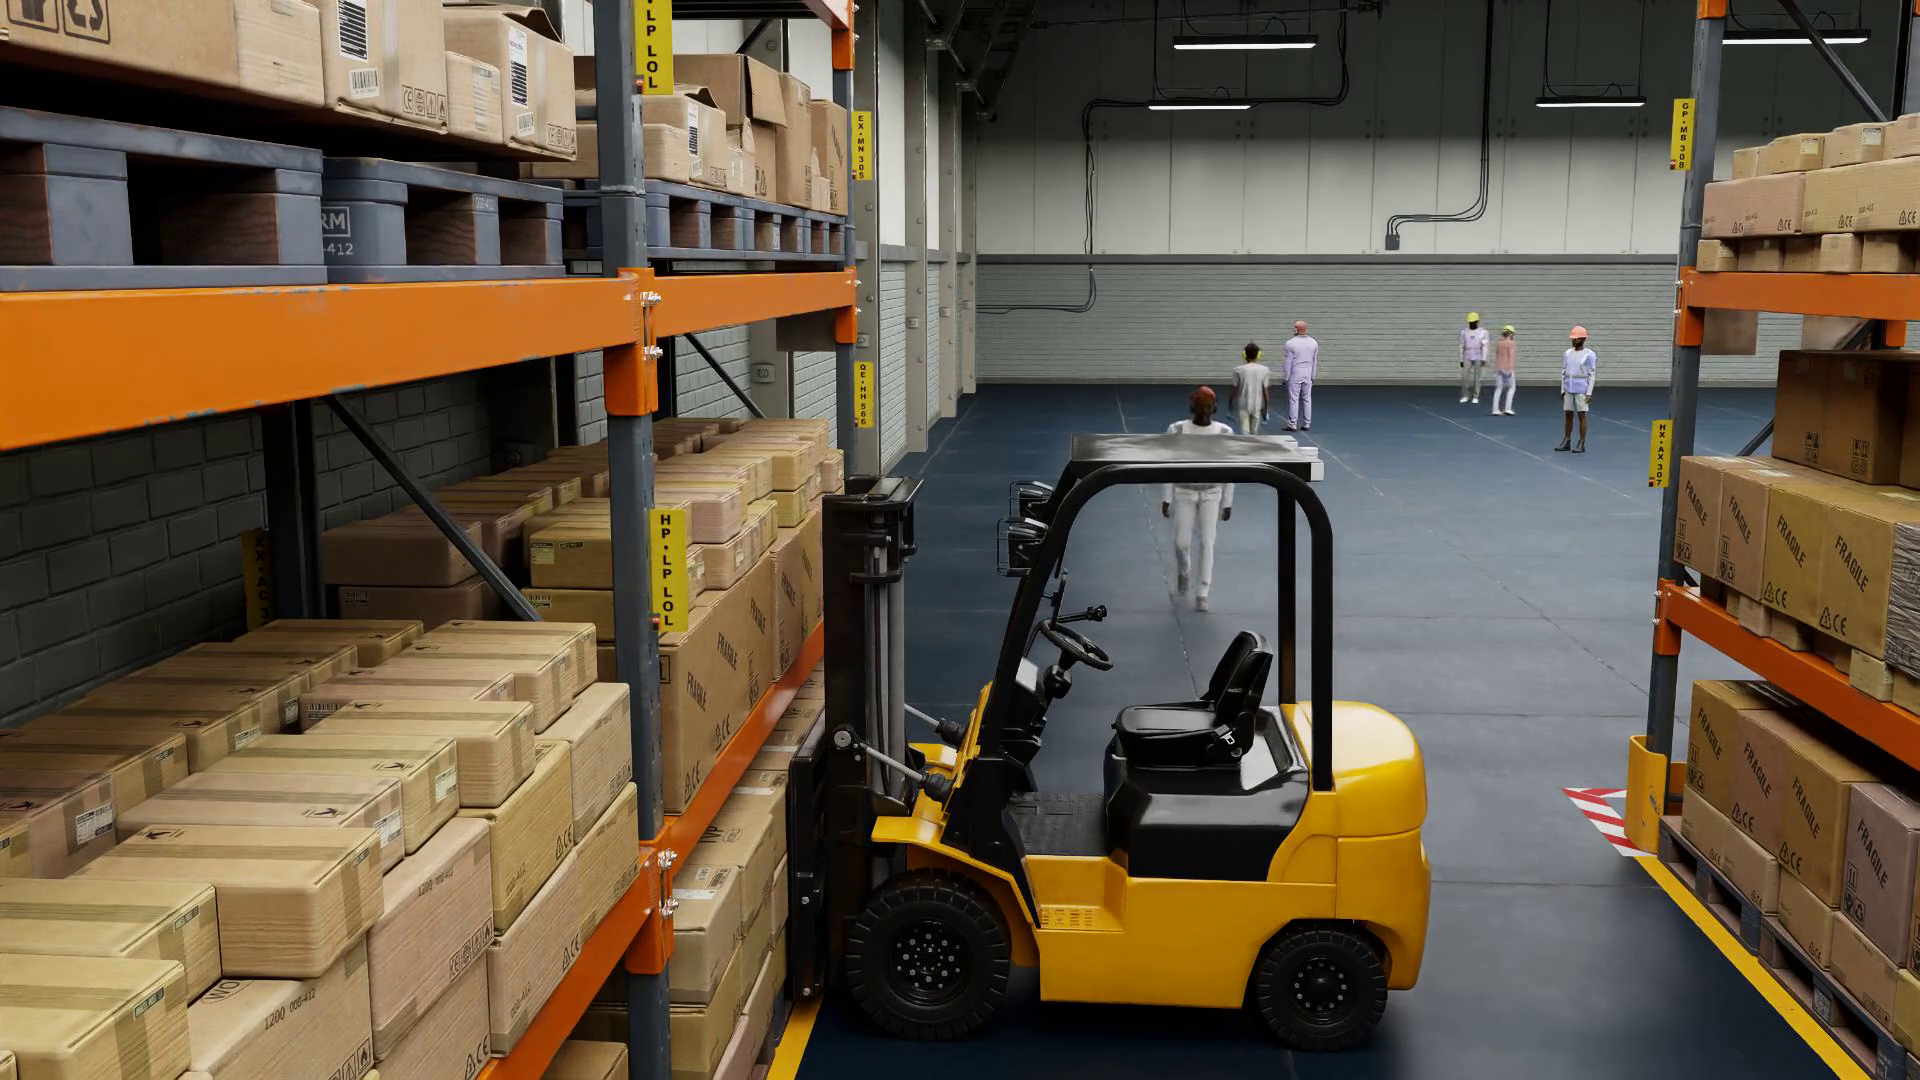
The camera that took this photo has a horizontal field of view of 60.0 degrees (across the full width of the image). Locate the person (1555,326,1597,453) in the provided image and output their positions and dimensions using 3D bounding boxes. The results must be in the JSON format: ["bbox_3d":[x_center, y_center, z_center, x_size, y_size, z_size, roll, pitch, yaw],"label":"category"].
[{"bbox_3d":[9.443,-2.301,25.495,0.366,1.939,0.542,-6,11,-34],"label":"person"}]

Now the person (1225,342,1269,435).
[{"bbox_3d":[3.884,-1.757,22.555,0.516,1.828,0.946,-1,9,-8],"label":"person"}]

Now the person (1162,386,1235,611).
[{"bbox_3d":[1.990,-0.354,13.899,0.604,1.869,0.487,1,9,5],"label":"person"}]

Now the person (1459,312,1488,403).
[{"bbox_3d":[10.615,-3.763,34.466,0.597,1.894,0.804,6,11,31],"label":"person"}]

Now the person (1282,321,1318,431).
[{"bbox_3d":[5.864,-2.833,28.801,0.642,1.913,0.409,-4,10,-23],"label":"person"}]

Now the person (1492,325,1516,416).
[{"bbox_3d":[10.408,-3.240,31.820,0.583,1.712,0.548,-5,10,-26],"label":"person"}]
